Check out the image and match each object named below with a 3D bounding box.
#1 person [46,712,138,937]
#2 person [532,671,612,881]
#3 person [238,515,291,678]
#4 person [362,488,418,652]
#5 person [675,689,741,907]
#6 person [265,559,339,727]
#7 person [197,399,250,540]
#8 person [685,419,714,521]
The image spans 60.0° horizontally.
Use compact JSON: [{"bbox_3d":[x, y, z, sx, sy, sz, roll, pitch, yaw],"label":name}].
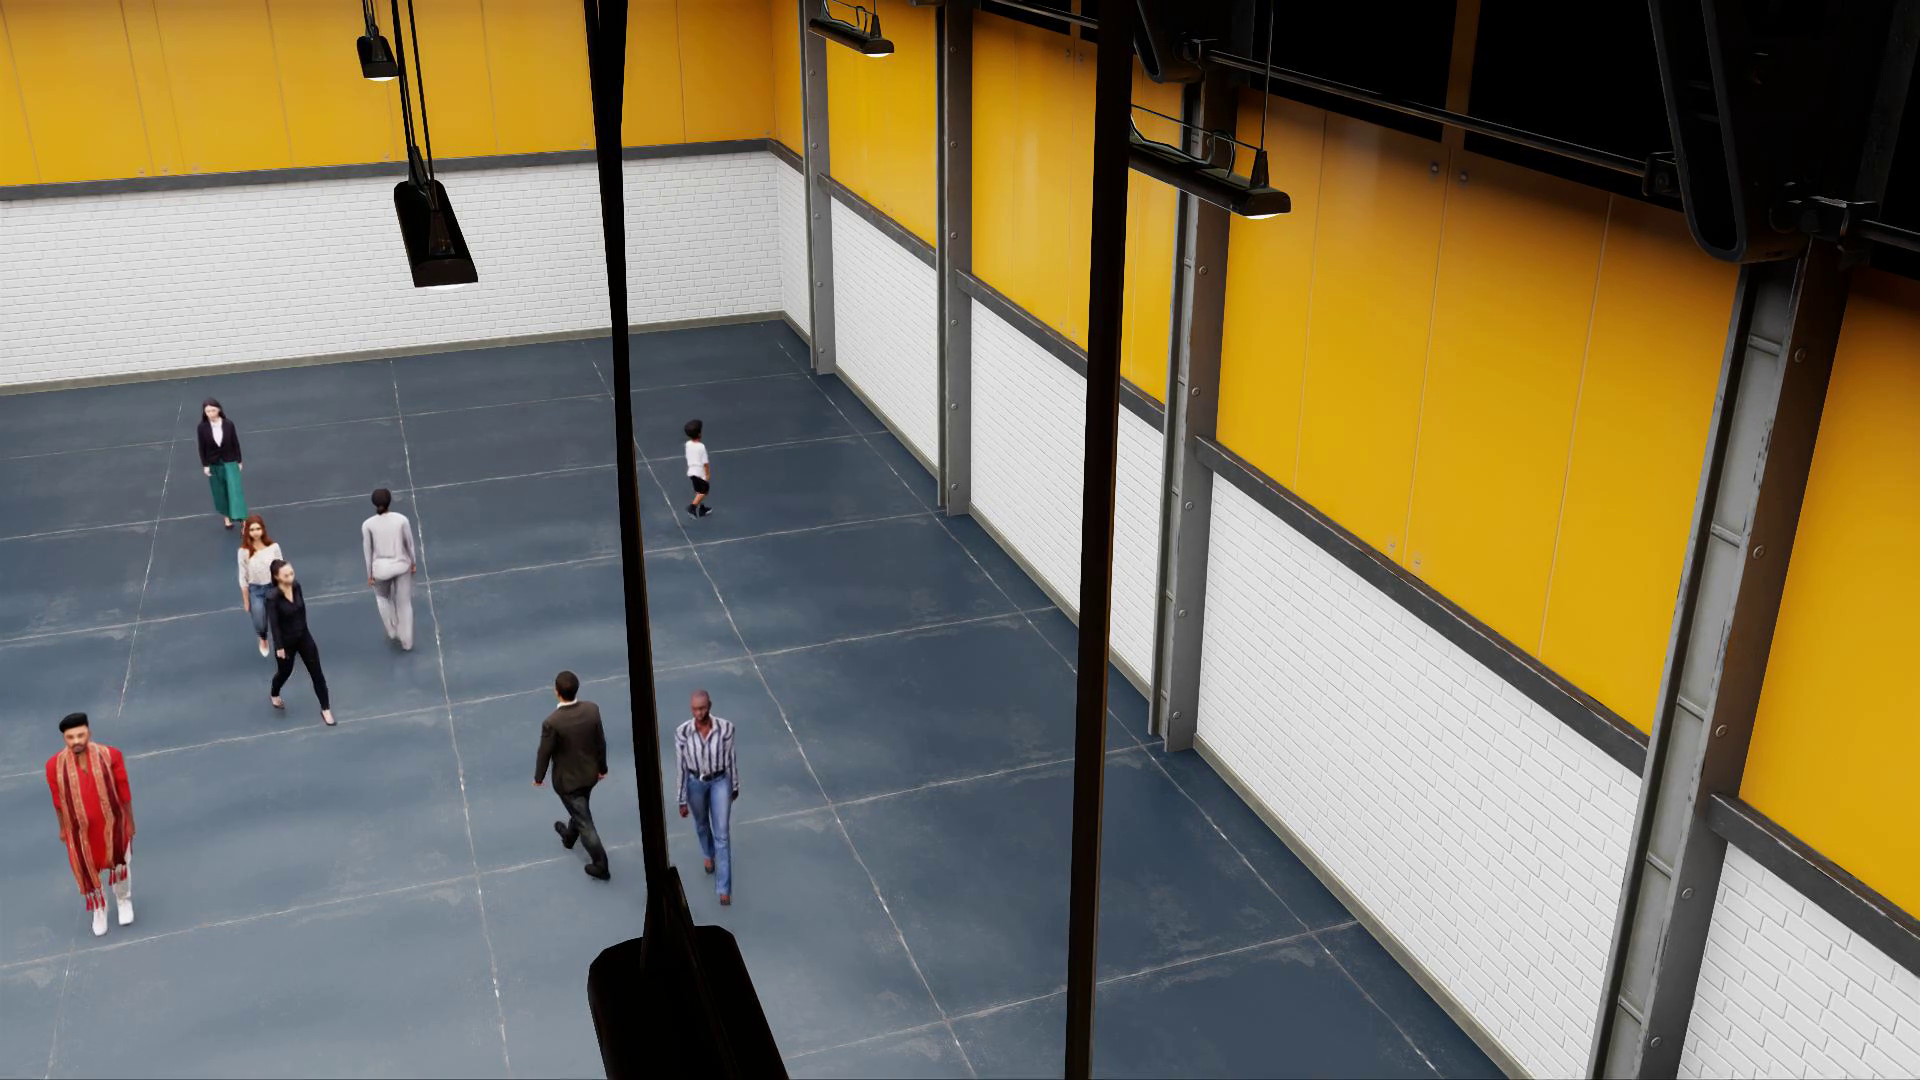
[{"bbox_3d":[-6.607,2.090,12.721,0.732,1.866,0.795,-10,26,-22],"label":"person"},{"bbox_3d":[-3.014,1.914,13.249,1.209,1.766,1.010,21,31,39],"label":"person"},{"bbox_3d":[-6.898,0.510,16.525,0.672,1.715,0.902,-12,27,-26],"label":"person"},{"bbox_3d":[-5.784,0.331,16.930,0.637,1.717,0.756,-8,25,-19],"label":"person"},{"bbox_3d":[-2.013,1.949,13.189,0.823,1.749,1.207,-4,24,-9],"label":"person"},{"bbox_3d":[-6.299,0.966,15.535,1.119,1.670,1.011,13,27,26],"label":"person"},{"bbox_3d":[-8.755,-0.869,19.699,0.658,1.699,1.079,-11,26,-24],"label":"person"},{"bbox_3d":[-3.206,-0.832,20.174,0.736,1.251,0.749,17,29,35],"label":"person"}]
